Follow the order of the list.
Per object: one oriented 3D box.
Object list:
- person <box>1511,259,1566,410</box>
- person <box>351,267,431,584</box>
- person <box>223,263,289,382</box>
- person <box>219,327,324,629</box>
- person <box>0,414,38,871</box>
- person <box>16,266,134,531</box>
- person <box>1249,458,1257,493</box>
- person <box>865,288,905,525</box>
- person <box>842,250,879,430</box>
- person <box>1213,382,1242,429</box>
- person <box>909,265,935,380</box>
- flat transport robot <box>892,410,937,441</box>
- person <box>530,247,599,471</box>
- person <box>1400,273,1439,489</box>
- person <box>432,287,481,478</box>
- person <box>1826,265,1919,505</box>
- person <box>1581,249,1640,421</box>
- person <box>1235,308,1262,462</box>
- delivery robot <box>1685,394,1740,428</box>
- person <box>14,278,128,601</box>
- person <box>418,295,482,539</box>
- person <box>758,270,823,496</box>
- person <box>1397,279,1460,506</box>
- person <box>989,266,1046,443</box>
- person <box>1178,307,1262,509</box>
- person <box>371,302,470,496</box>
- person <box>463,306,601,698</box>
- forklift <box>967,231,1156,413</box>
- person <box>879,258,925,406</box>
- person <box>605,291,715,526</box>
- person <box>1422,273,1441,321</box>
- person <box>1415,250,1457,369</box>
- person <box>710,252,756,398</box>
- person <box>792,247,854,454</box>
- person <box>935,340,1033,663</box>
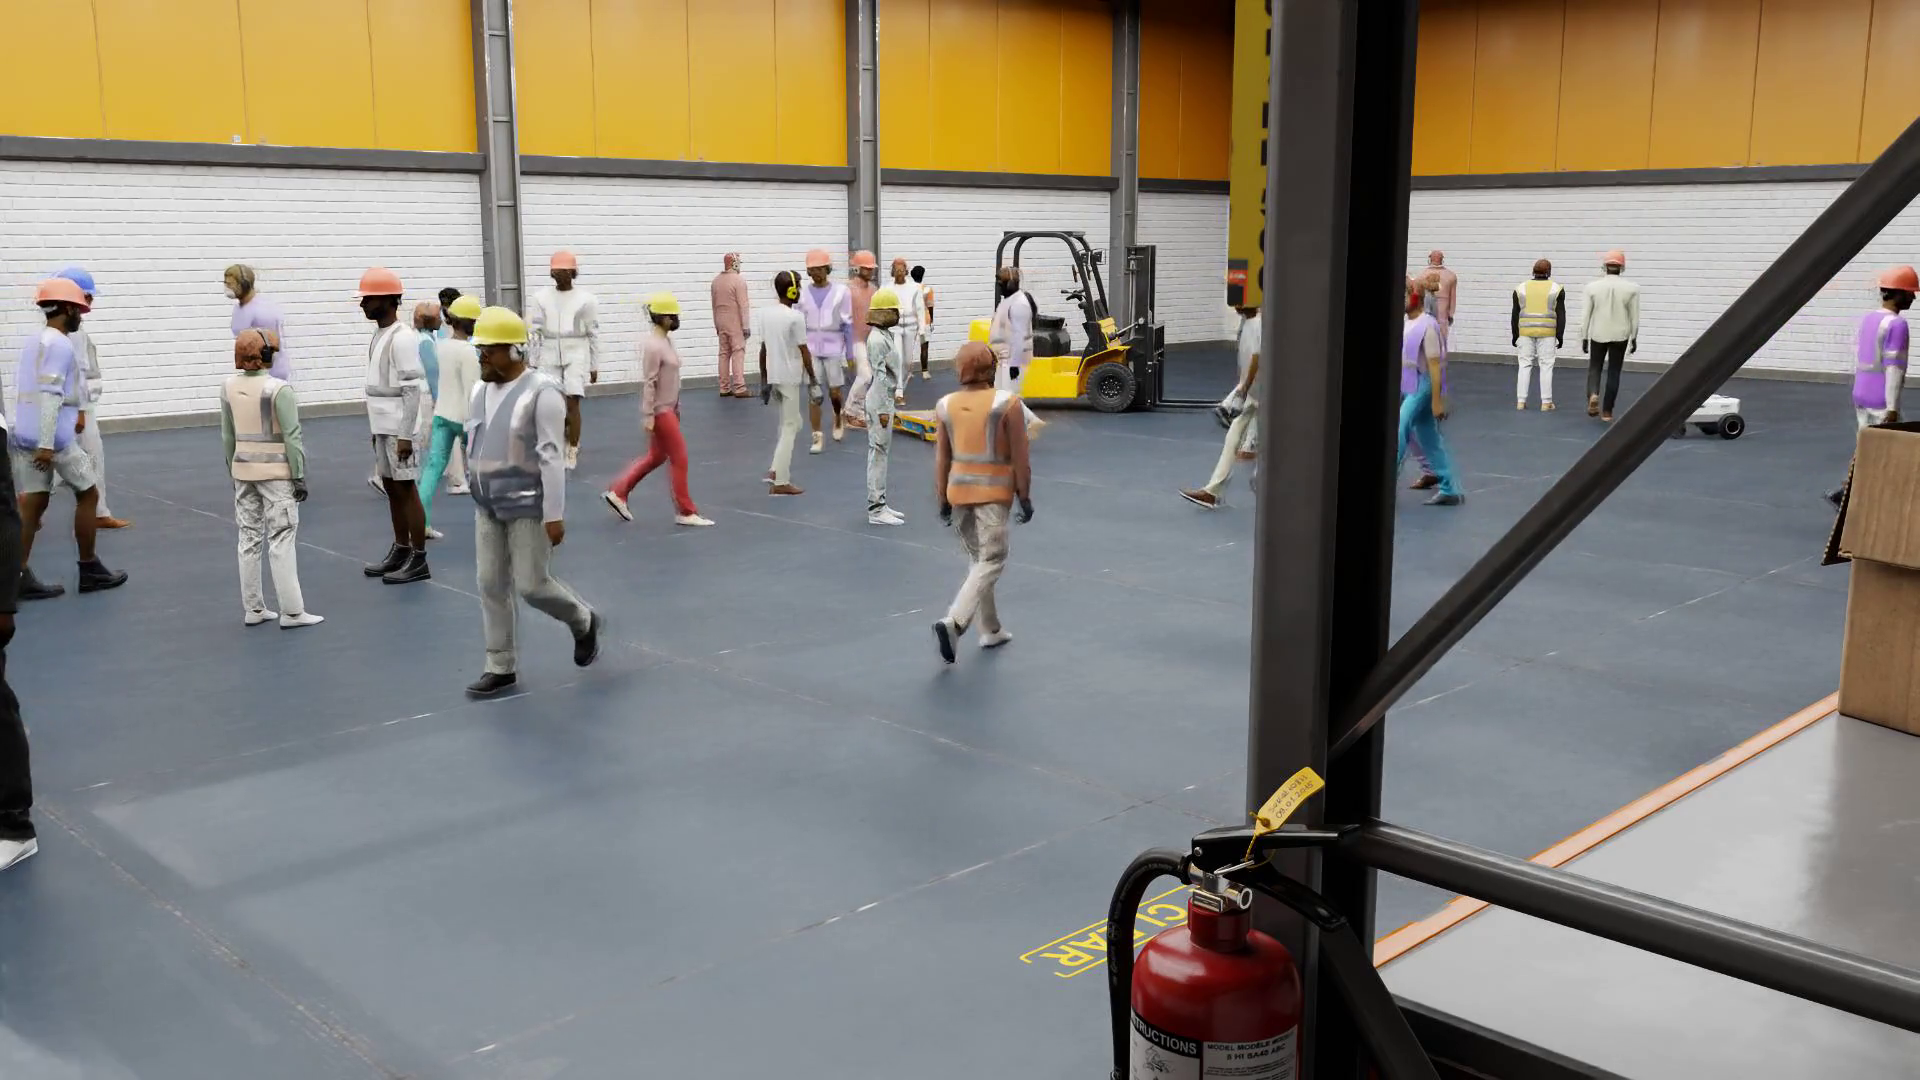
[{"bbox_3d":[7.076,-2.507,20.361,0.633,1.841,0.429,6,12,28],"label":"person"},{"bbox_3d":[-3.508,-0.700,10.240,0.357,1.937,0.551,-8,13,-37],"label":"person"},{"bbox_3d":[-5.631,-1.263,13.391,0.637,1.915,0.473,10,14,43],"label":"person"},{"bbox_3d":[-3.768,-0.329,9.031,0.514,1.642,0.310,4,11,21],"label":"person"},{"bbox_3d":[-3.384,0.167,5.566,0.600,1.917,0.377,4,11,22],"label":"person"},{"bbox_3d":[-6.339,-0.965,11.755,0.700,1.927,0.624,-7,13,-35],"label":"person"},{"bbox_3d":[1.842,-0.337,9.162,0.602,1.615,0.520,-6,12,-30],"label":"person"},{"bbox_3d":[-0.553,-0.992,12.364,0.297,1.744,0.487,0,10,0],"label":"person"},{"bbox_3d":[-1.066,-2.167,18.136,0.475,1.971,0.636,6,12,28],"label":"person"},{"bbox_3d":[3.213,-2.080,18.138,0.808,1.805,0.597,-3,11,-14],"label":"person"},{"bbox_3d":[-0.626,-3.222,24.679,0.529,1.690,0.321,4,11,22],"label":"person"},{"bbox_3d":[-0.220,-1.233,17.695,0.652,0.197,1.431,-4,11,-22],"label":"flat transport robot"},{"bbox_3d":[-3.608,-1.669,15.293,0.620,2.028,0.767,1,10,4],"label":"person"},{"bbox_3d":[3.621,-1.317,13.848,1.004,1.860,0.662,-1,10,-3],"label":"person"},{"bbox_3d":[-4.421,-1.361,14.549,0.552,1.670,0.678,2,11,11],"label":"person"},{"bbox_3d":[6.717,-1.043,12.180,0.489,1.923,0.541,0,10,2],"label":"person"},{"bbox_3d":[7.464,-2.344,19.093,0.620,1.978,0.496,5,11,24],"label":"person"},{"bbox_3d":[2.913,-1.704,15.798,0.813,1.915,0.635,-6,12,-30],"label":"person"},{"bbox_3d":[7.825,-1.398,17.565,0.707,0.478,0.477,0,10,-2],"label":"delivery robot"},{"bbox_3d":[-5.360,-0.598,9.854,0.560,1.871,0.810,8,13,38],"label":"person"},{"bbox_3d":[-3.517,-0.865,11.767,0.535,1.708,0.944,8,13,38],"label":"person"},{"bbox_3d":[-1.392,-1.276,13.622,0.433,1.850,0.517,-8,13,-38],"label":"person"},{"bbox_3d":[3.535,-1.131,13.015,0.965,1.794,0.556,0,10,-1],"label":"person"},{"bbox_3d":[0.547,-1.767,16.358,0.534,1.831,0.631,-2,11,-10],"label":"person"},{"bbox_3d":[2.229,-1.104,12.792,0.993,1.805,0.550,-1,10,-7],"label":"person"},{"bbox_3d":[-4.377,-1.127,13.486,0.823,1.601,0.515,-2,11,-13],"label":"person"},{"bbox_3d":[-2.038,-0.187,7.780,0.602,1.810,0.654,7,12,33],"label":"person"},{"bbox_3d":[1.222,-2.721,20.561,2.313,2.155,1.214,2,11,13],"label":"forklift"},{"bbox_3d":[-0.750,-2.648,21.105,0.578,1.858,0.859,-2,11,-13],"label":"person"},{"bbox_3d":[-2.248,-0.960,12.216,0.819,1.731,0.557,1,10,5],"label":"person"},{"bbox_3d":[6.427,-2.888,23.056,0.519,1.620,0.506,4,11,22],"label":"person"},{"bbox_3d":[7.120,-3.397,25.035,0.653,1.906,0.405,-1,10,-5],"label":"person"},{"bbox_3d":[-2.982,-2.830,21.937,0.638,1.911,0.402,10,14,42],"label":"person"},{"bbox_3d":[-1.343,-1.875,16.424,0.618,2.020,0.736,1,10,6],"label":"person"},{"bbox_3d":[0.068,-0.194,8.368,0.525,1.609,0.717,7,12,33],"label":"person"}]
